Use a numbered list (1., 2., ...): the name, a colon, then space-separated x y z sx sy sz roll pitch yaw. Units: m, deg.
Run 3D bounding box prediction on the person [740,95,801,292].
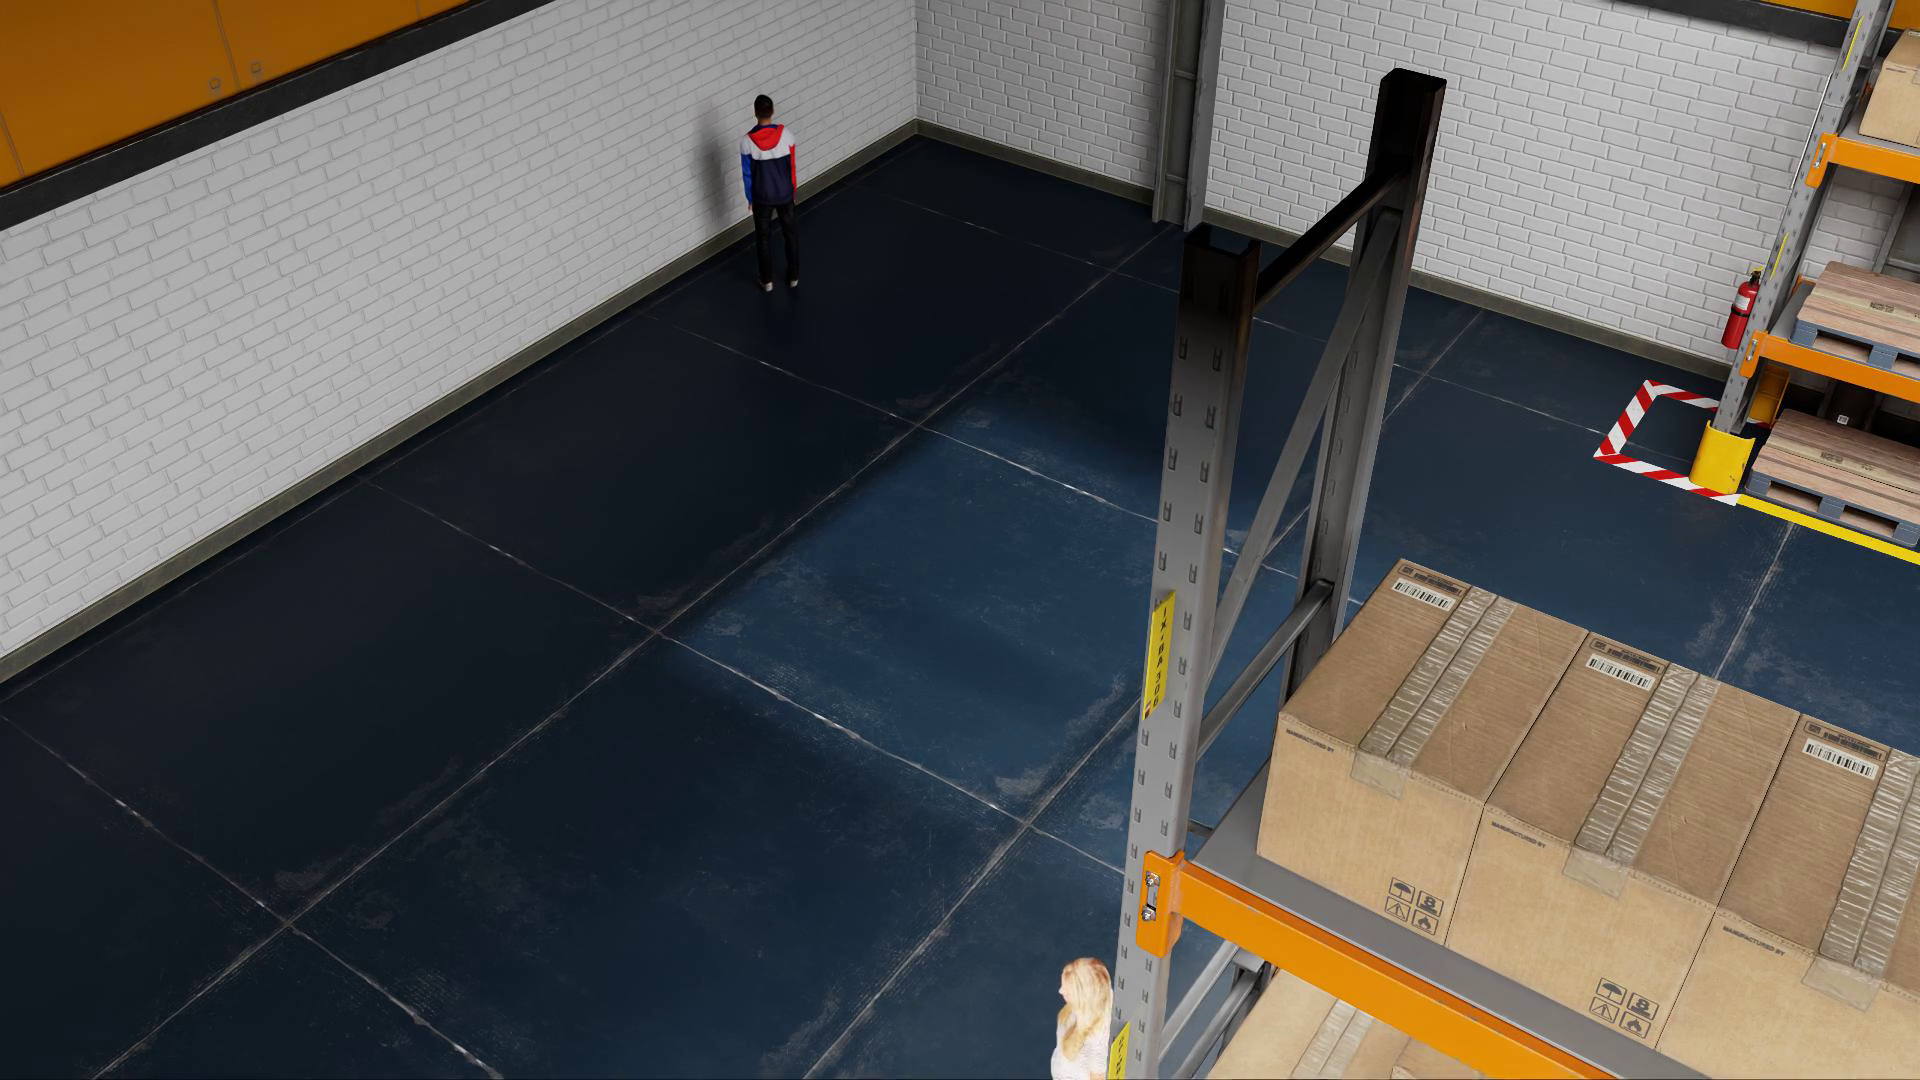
1. person: -1.620 -3.002 14.385 0.711 1.758 0.751 -10 40 -12
